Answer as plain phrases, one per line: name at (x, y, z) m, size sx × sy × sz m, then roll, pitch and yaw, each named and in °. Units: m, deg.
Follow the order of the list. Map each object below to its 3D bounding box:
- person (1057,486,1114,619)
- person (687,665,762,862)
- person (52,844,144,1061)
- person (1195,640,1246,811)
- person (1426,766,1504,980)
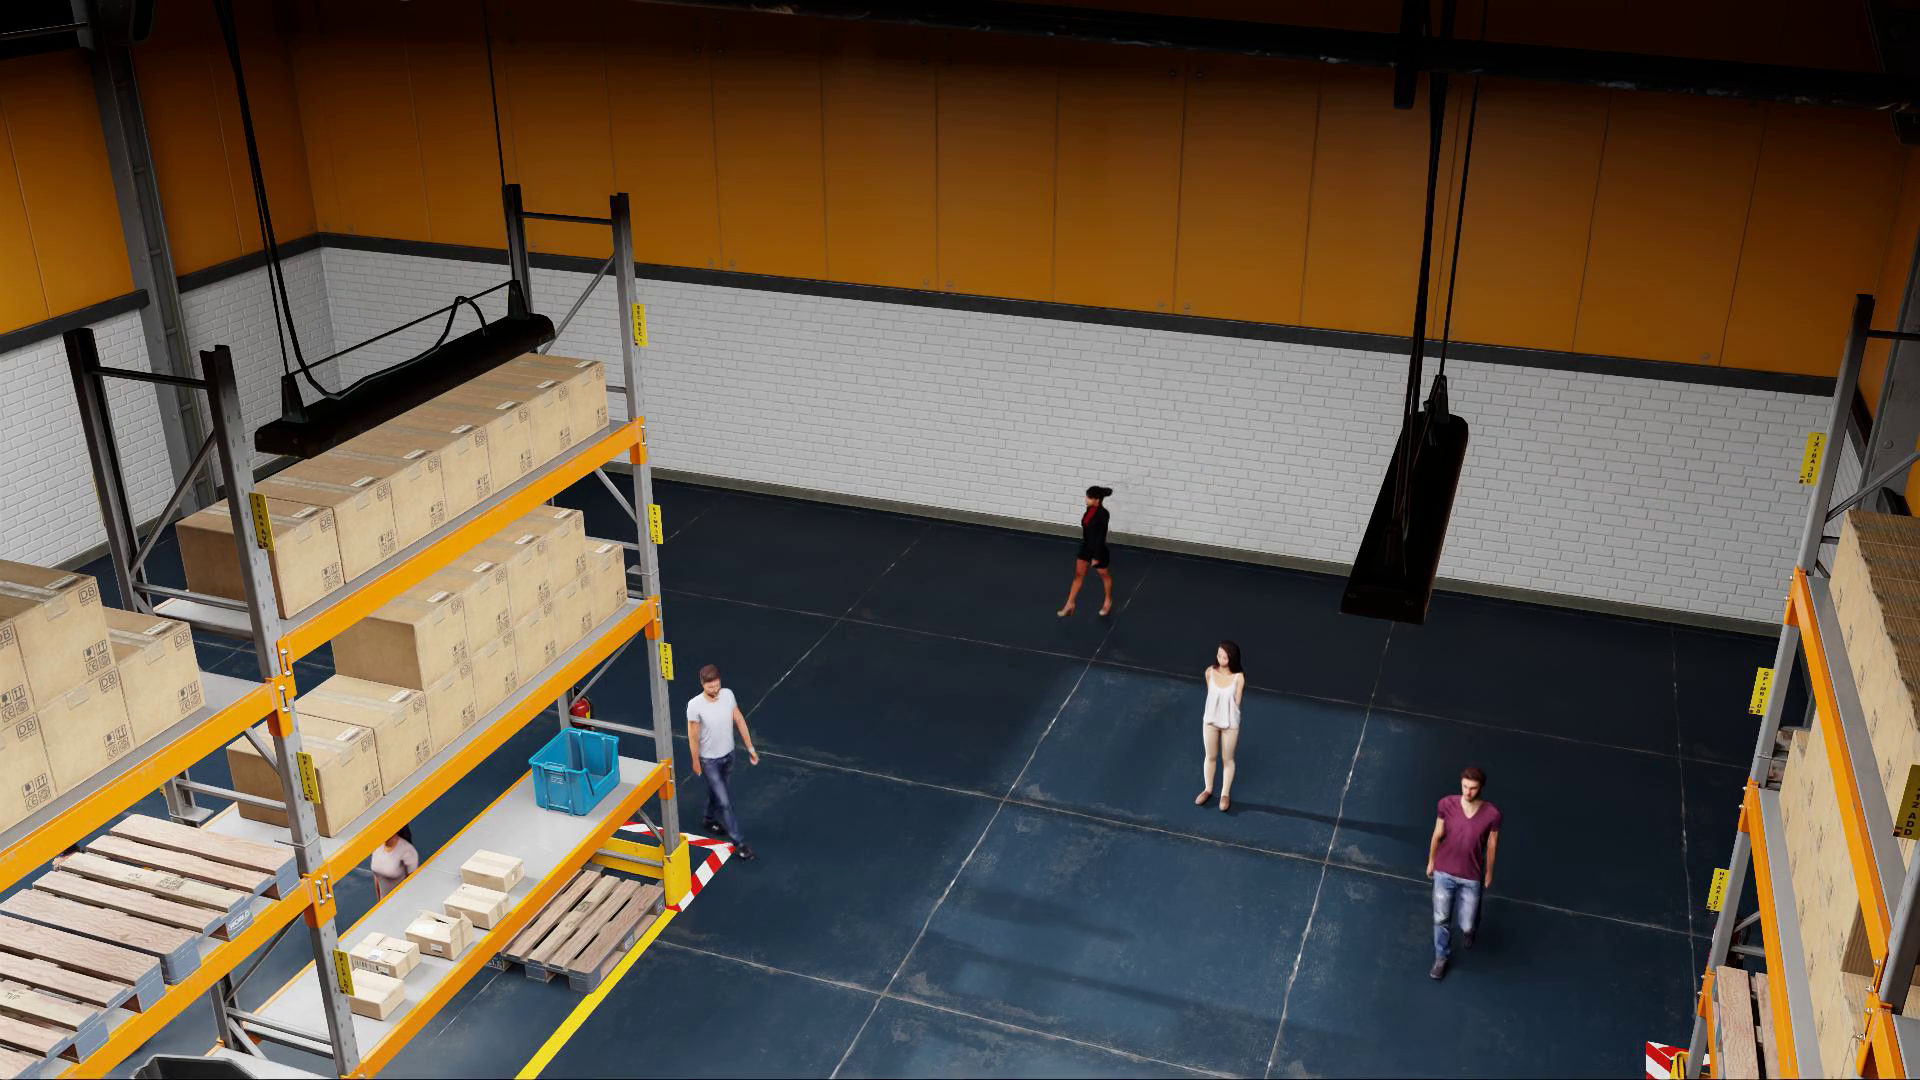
person at (1.605, 0.144, 18.902) m, size 1.010 × 1.612 × 0.900 m, roll -15°, pitch 28°, yaw -31°
person at (-2.207, 1.877, 14.678) m, size 0.998 × 1.821 × 1.144 m, roll 18°, pitch 30°, yaw 36°
person at (-6.226, 2.939, 12.094) m, size 0.818 × 1.945 × 0.853 m, roll 14°, pitch 27°, yaw 29°
person at (2.422, 1.667, 15.367) m, size 0.545 × 1.654 × 0.619 m, roll 10°, pitch 25°, yaw 21°
person at (3.950, 2.561, 13.091) m, size 0.727 × 1.840 × 0.897 m, roll 12°, pitch 26°, yaw 26°
